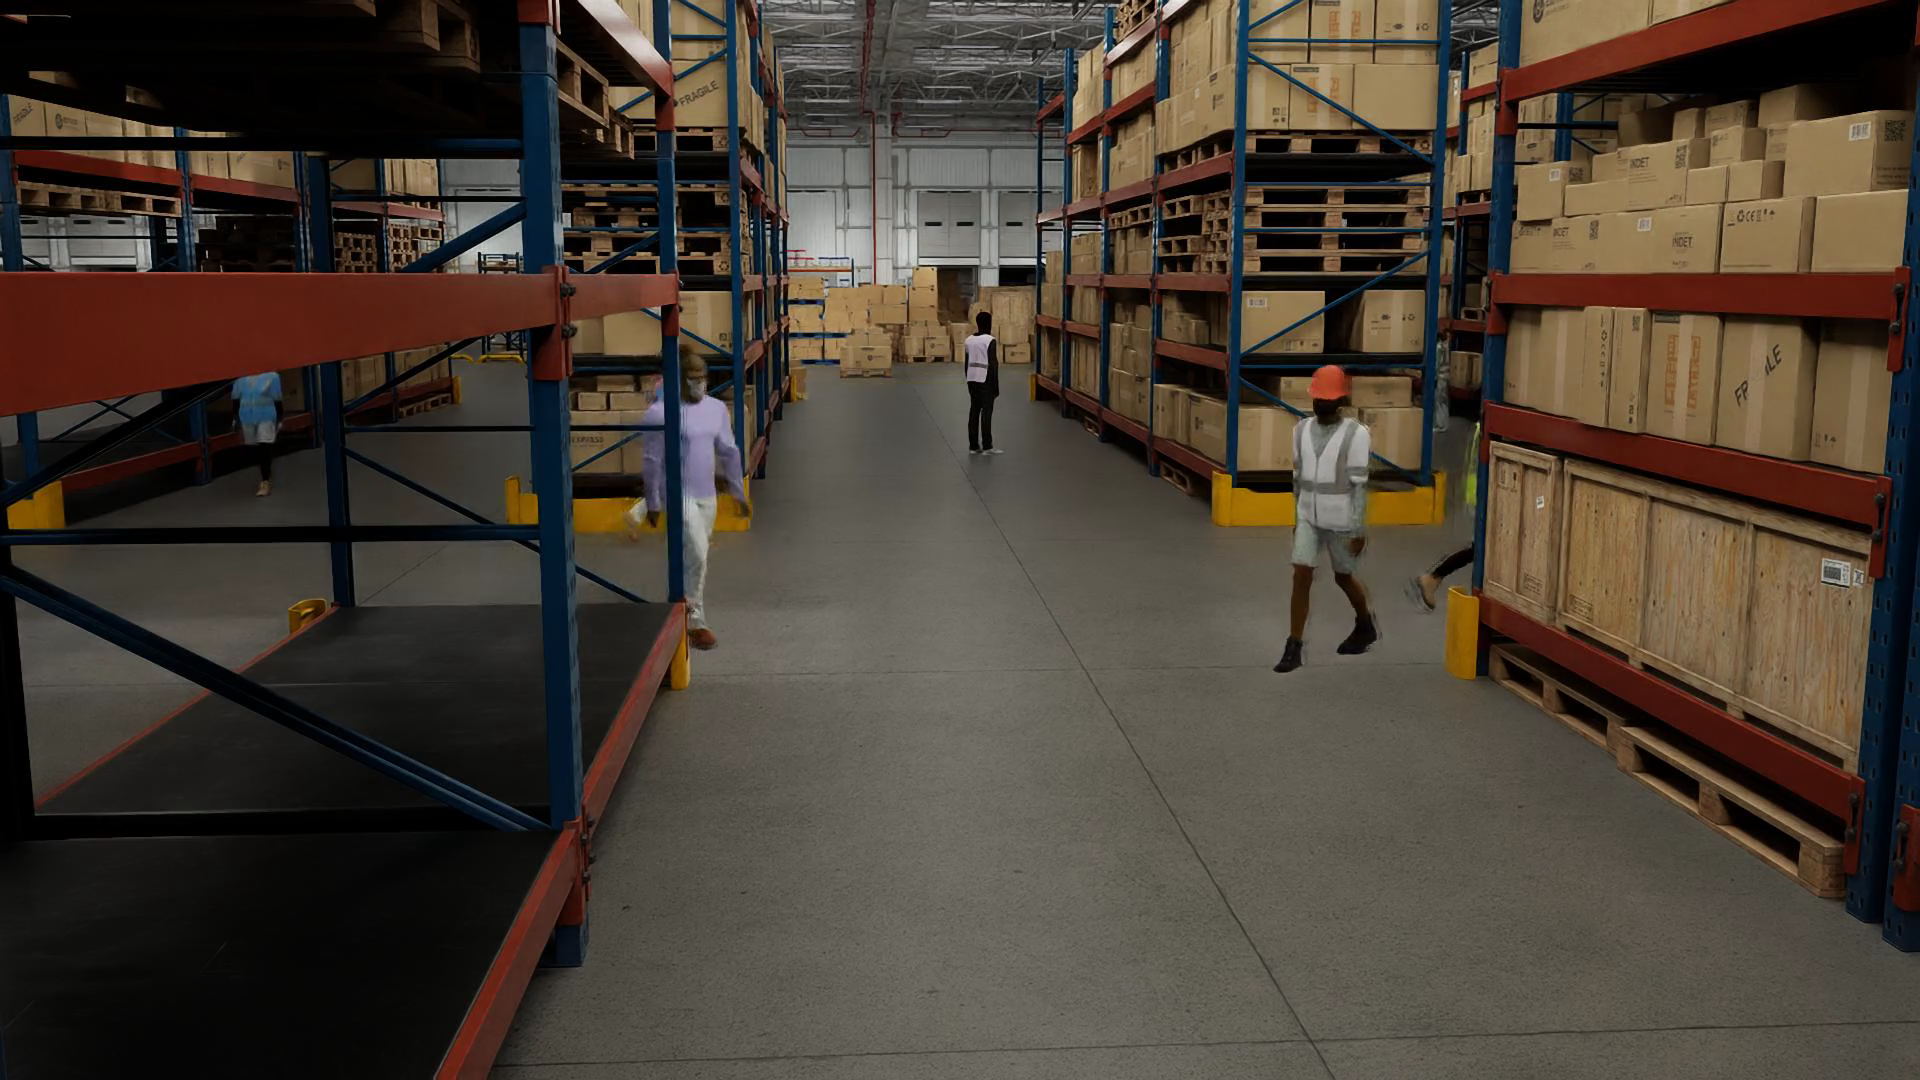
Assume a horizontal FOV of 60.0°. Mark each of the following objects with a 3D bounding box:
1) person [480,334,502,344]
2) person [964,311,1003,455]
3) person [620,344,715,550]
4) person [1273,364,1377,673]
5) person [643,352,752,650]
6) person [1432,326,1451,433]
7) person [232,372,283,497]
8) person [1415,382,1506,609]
[{"bbox_3d":[-16.427,-7.733,58.031,0.885,1.805,0.634,4,10,23],"label":"person"},{"bbox_3d":[0.294,-2.100,22.329,0.393,1.919,0.589,-8,12,-42],"label":"person"},{"bbox_3d":[-2.587,-0.804,14.551,0.785,1.817,0.641,0,9,1],"label":"person"},{"bbox_3d":[2.317,-0.149,10.264,0.554,1.893,0.959,8,12,41],"label":"person"},{"bbox_3d":[-1.686,-0.250,10.726,0.706,1.905,0.653,7,11,37],"label":"person"},{"bbox_3d":[7.347,-2.455,25.471,0.318,1.630,0.513,5,10,27],"label":"person"},{"bbox_3d":[-7.662,-1.331,18.223,0.538,1.680,0.604,0,9,0],"label":"person"},{"bbox_3d":[3.645,-0.290,11.711,0.724,1.671,0.531,3,10,21],"label":"person"}]
